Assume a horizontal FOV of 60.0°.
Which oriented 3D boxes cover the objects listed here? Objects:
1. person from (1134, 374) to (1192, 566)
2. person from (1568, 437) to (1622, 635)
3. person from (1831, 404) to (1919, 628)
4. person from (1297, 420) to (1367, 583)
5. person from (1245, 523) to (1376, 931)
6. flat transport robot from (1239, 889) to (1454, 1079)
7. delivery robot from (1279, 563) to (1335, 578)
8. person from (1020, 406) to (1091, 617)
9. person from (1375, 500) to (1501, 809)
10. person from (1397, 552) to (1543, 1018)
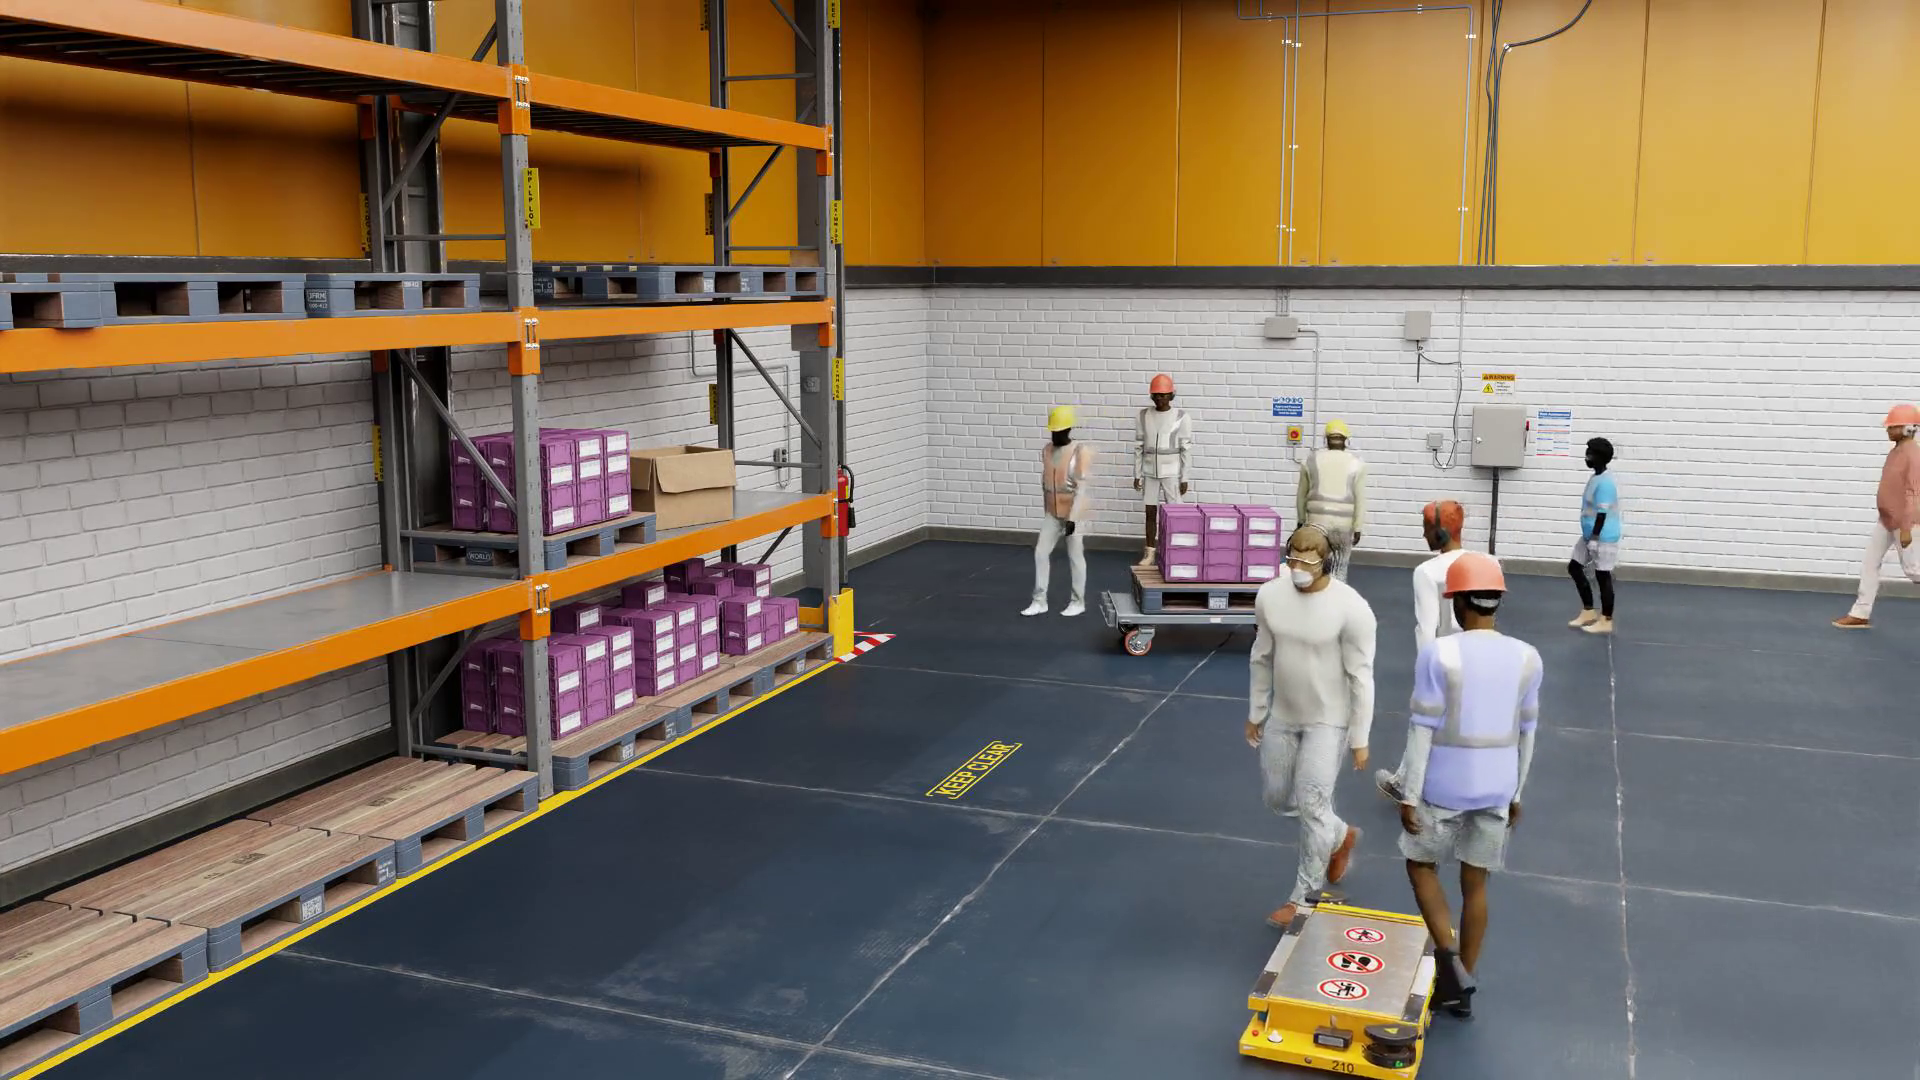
[{"bbox_3d":[2.068,-0.688,17.083,0.608,2.034,0.426,5,10,28],"label":"person"},{"bbox_3d":[5.327,-0.032,14.018,0.481,1.676,0.555,1,9,9],"label":"person"},{"bbox_3d":[8.047,-0.179,14.110,0.963,1.962,0.624,1,9,9],"label":"person"},{"bbox_3d":[3.258,-0.165,14.644,0.600,1.770,0.970,3,9,16],"label":"person"},{"bbox_3d":[1.694,0.844,7.820,0.664,1.912,0.657,-8,12,-41],"label":"person"},{"bbox_3d":[1.640,1.809,6.898,0.652,0.197,1.431,4,10,22],"label":"flat transport robot"},{"bbox_3d":[2.944,0.374,14.728,0.707,0.478,0.477,-1,9,-9],"label":"delivery robot"},{"bbox_3d":[0.850,-0.229,14.649,0.581,1.887,0.779,9,13,43],"label":"person"},{"bbox_3d":[2.650,0.683,9.068,0.613,1.822,1.014,-3,9,-17],"label":"person"},{"bbox_3d":[2.071,1.009,6.788,0.579,1.911,0.514,-1,9,-8],"label":"person"}]
